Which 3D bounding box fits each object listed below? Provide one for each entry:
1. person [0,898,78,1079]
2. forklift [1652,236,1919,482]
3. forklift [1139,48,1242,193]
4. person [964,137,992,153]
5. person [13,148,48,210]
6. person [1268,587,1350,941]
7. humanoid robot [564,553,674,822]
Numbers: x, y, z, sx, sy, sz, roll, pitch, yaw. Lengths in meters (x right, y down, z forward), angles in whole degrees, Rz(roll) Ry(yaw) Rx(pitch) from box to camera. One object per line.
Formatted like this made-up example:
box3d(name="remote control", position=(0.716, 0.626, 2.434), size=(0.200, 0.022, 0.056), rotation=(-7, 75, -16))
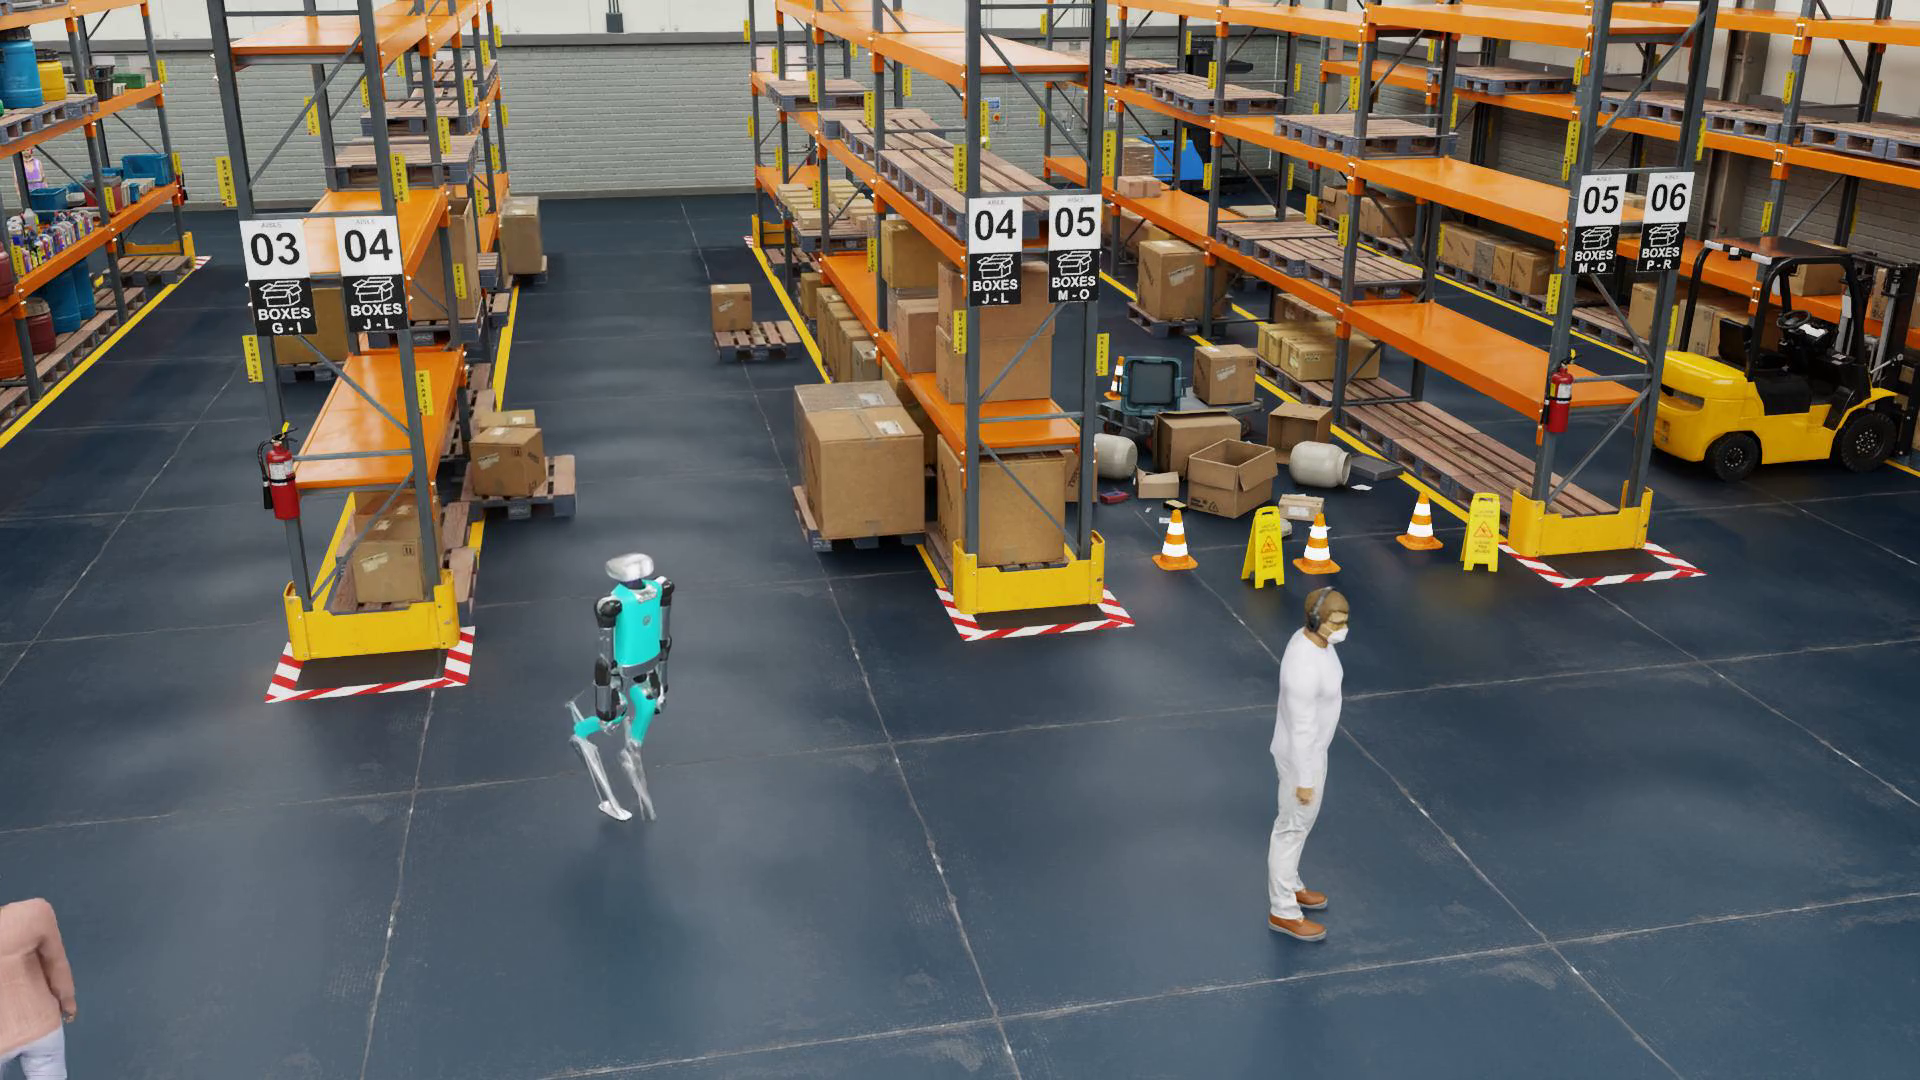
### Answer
box3d(name="person", position=(-3.837, 1.993, 6.712), size=(0.539, 1.754, 0.424), rotation=(-16, 25, -36))
box3d(name="forklift", position=(8.013, -1.814, 16.330), size=(2.313, 2.155, 1.214), rotation=(-4, 21, -12))
box3d(name="forklift", position=(4.566, -8.313, 32.860), size=(1.873, 2.768, 1.129), rotation=(-4, 21, -12))
box3d(name="person", position=(0.333, -6.955, 30.877), size=(0.539, 1.695, 0.317), rotation=(8, 22, 19))
box3d(name="person", position=(-15.325, -5.698, 27.496), size=(0.482, 1.693, 0.346), rotation=(-17, 26, -39))
box3d(name="person", position=(1.820, 1.145, 8.731), size=(0.372, 1.935, 0.627), rotation=(6, 21, 16))
box3d(name="humanoid robot", position=(-2.040, 0.909, 9.731), size=(0.751, 1.845, 0.539), rotation=(15, 25, 34))
